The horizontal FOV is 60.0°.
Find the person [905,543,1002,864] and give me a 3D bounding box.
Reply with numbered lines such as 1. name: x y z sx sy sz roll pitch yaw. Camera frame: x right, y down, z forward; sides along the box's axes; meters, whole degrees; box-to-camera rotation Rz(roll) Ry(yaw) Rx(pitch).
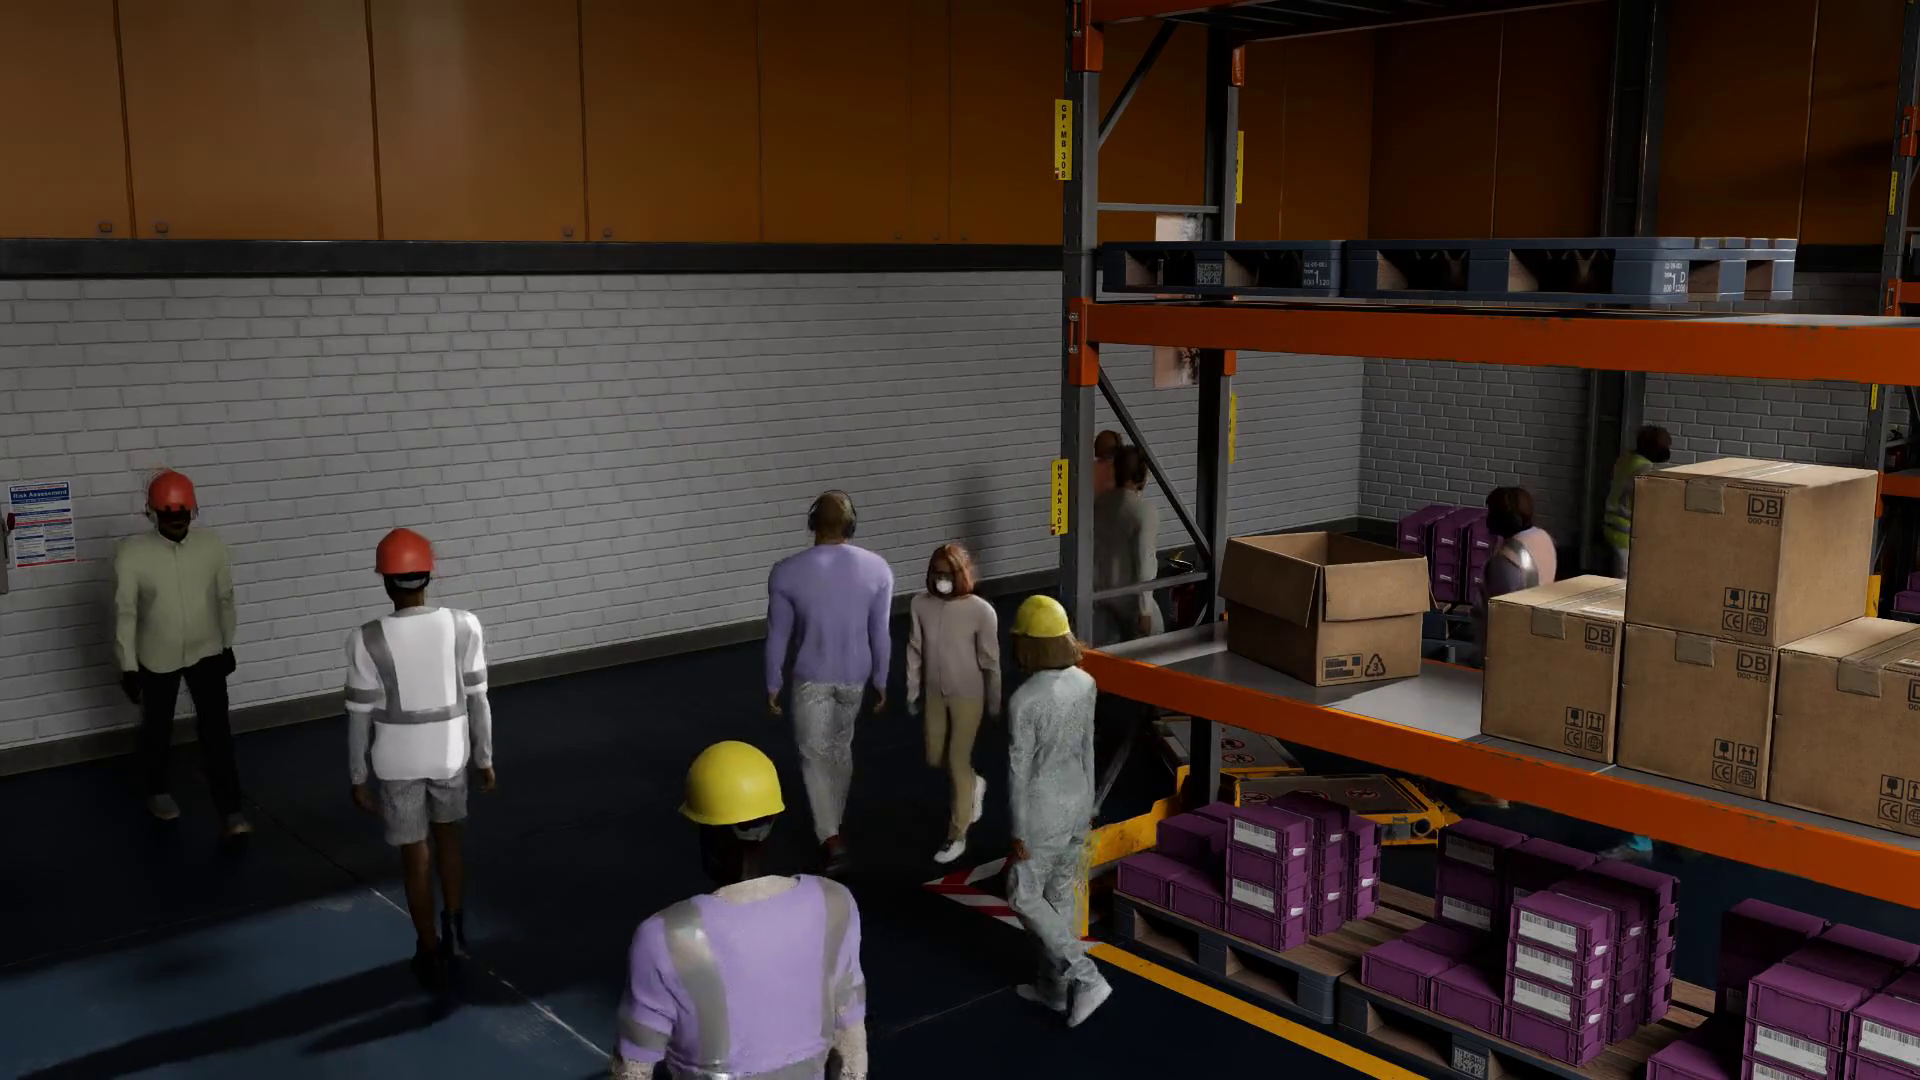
1. person: 0.005 0.786 8.494 0.525 1.612 0.595 6 11 30

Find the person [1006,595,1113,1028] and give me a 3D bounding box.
1. person: 0.399 1.077 6.511 0.494 1.727 0.513 -9 13 -43

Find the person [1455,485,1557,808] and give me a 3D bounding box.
1. person: 2.974 0.592 9.065 0.462 1.822 0.649 8 12 38

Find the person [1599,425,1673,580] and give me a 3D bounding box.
1. person: 5.116 0.013 12.546 0.545 1.791 0.704 1 10 8

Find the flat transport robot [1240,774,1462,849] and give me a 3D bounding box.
1. flat transport robot: 1.894 1.426 8.703 1.431 0.197 0.652 -1 10 -5

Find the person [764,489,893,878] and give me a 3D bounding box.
1. person: -0.639 0.689 8.274 0.641 1.892 0.967 -3 10 -19

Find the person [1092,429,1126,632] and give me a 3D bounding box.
1. person: 1.152 -0.069 13.462 0.633 1.641 0.376 5 11 28

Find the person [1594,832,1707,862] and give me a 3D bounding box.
1. person: 3.496 0.739 8.187 0.533 1.823 0.587 0 10 -2

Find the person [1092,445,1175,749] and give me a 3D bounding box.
1. person: 1.017 0.356 10.242 0.929 1.897 0.644 -7 12 -34

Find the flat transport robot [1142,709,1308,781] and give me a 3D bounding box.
1. flat transport robot: 1.520 1.257 9.691 0.652 0.197 1.431 -1 10 -5

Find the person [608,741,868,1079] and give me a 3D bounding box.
1. person: -0.578 1.411 4.069 0.601 1.889 0.908 -8 13 -40

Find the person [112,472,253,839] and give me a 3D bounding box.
1. person: -4.111 0.594 8.737 0.655 1.933 1.042 -8 13 -39

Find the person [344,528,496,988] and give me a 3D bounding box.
1. person: -2.256 0.903 6.931 0.580 1.921 0.453 -6 12 -33
